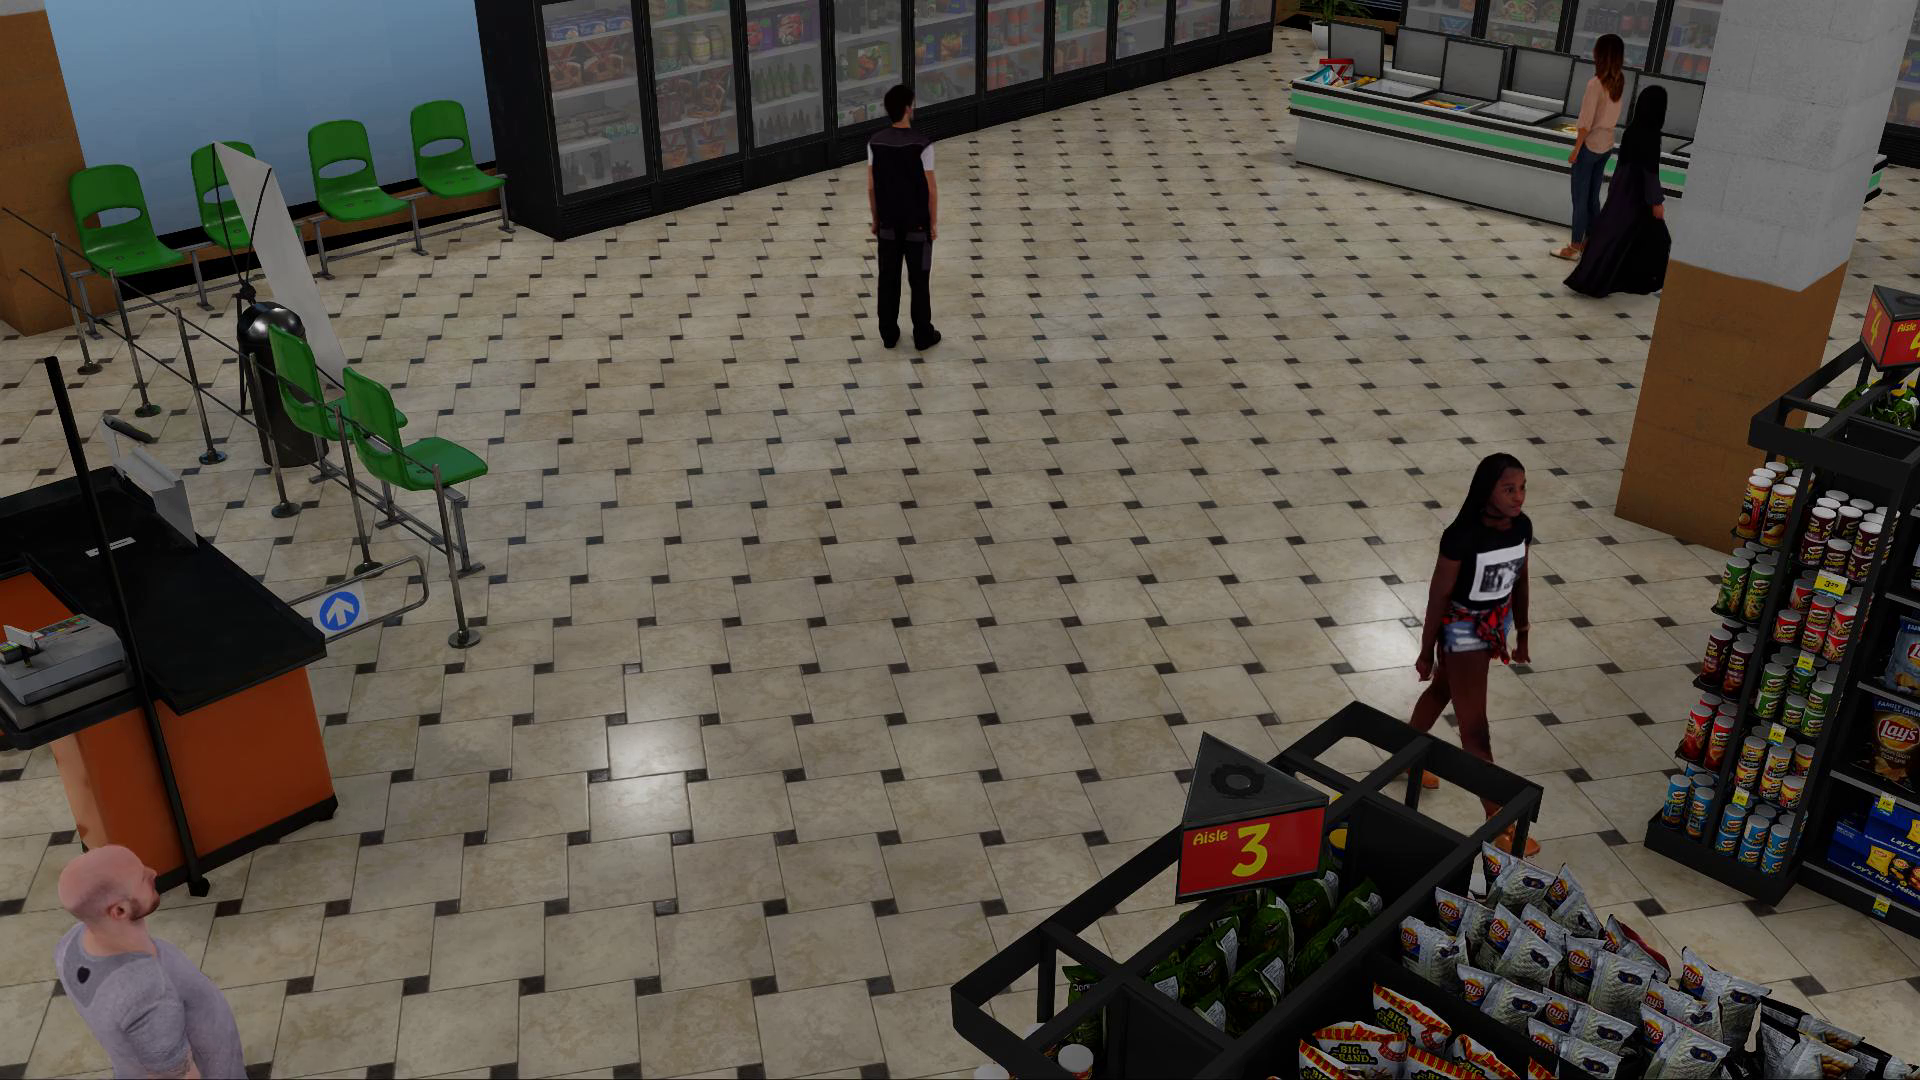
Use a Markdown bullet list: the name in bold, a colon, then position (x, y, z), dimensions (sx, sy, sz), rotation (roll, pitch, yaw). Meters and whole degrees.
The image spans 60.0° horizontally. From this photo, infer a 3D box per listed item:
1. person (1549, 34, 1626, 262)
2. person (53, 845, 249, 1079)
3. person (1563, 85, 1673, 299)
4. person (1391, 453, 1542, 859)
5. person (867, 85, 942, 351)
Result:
- **person**: position (5.072, -3.134, 13.311), dimensions (0.610, 1.792, 0.556), rotation (-20, 34, -32)
- **person**: position (-2.228, 1.619, 4.583), dimensions (1.031, 1.814, 0.766), rotation (23, 36, 36)
- **person**: position (4.986, -2.610, 12.555), dimensions (1.205, 1.598, 1.024), rotation (9, 30, 16)
- **person**: position (2.062, 0.397, 6.957), dimensions (0.792, 1.685, 1.199), rotation (-17, 33, -28)
- **person**: position (-0.394, -2.228, 11.594), dimensions (0.672, 1.849, 0.790), rotation (8, 30, 14)
